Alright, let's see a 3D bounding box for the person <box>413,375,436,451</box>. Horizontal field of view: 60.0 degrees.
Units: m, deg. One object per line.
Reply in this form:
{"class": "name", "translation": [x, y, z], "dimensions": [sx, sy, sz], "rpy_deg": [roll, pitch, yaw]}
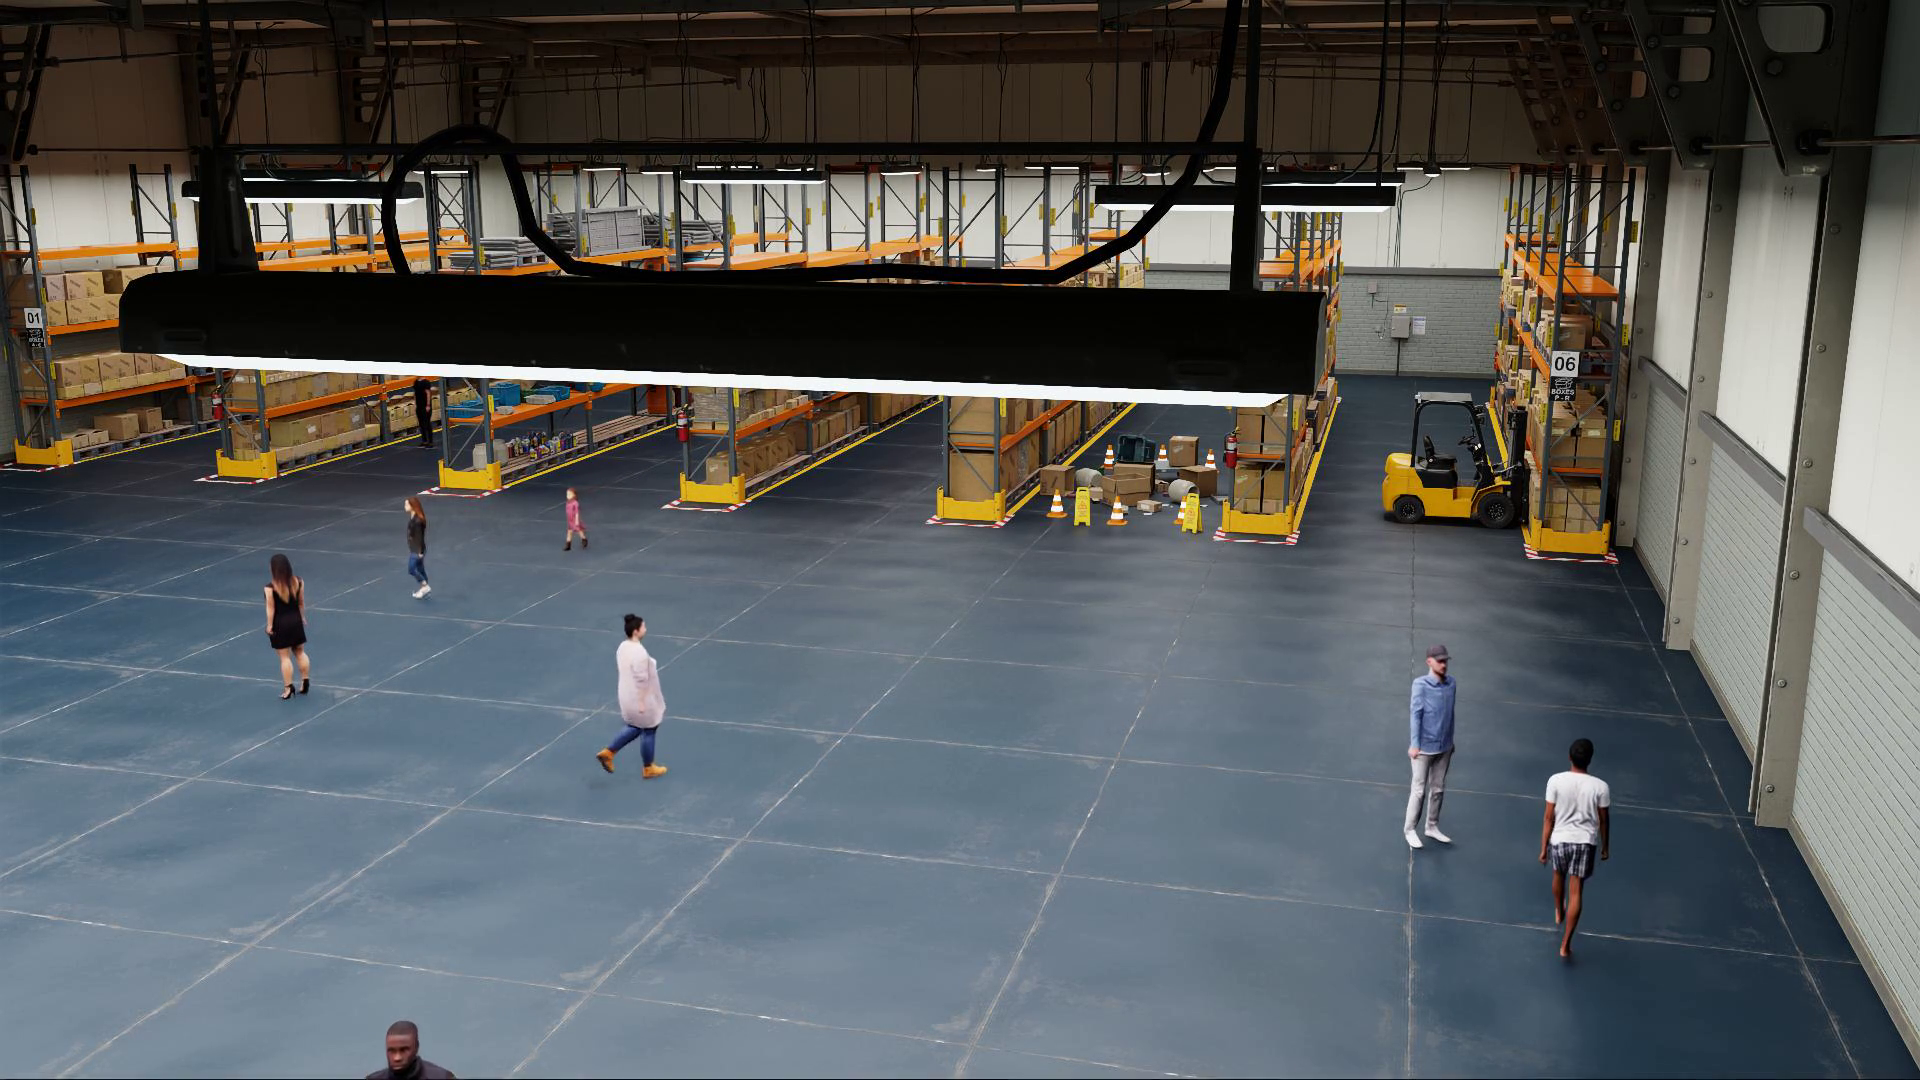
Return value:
{"class": "person", "translation": [-11.550, -2.889, 35.779], "dimensions": [0.767, 1.867, 0.740], "rpy_deg": [10, 17, 38]}

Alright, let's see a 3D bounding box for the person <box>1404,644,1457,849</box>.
{"class": "person", "translation": [4.323, 1.860, 15.223], "dimensions": [0.736, 1.887, 0.764], "rpy_deg": [-5, 14, -22]}

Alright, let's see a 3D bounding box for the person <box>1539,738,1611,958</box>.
{"class": "person", "translation": [4.821, 2.457, 13.103], "dimensions": [0.791, 1.680, 1.186], "rpy_deg": [6, 14, 25]}

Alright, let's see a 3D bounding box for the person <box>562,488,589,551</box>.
{"class": "person", "translation": [-6.149, -0.339, 26.680], "dimensions": [0.545, 1.004, 0.791], "rpy_deg": [7, 15, 29]}

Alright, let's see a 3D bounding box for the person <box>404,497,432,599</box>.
{"class": "person", "translation": [-7.665, 0.109, 23.705], "dimensions": [0.717, 1.472, 0.656], "rpy_deg": [-7, 15, -29]}

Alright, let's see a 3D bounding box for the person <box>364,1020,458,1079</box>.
{"class": "person", "translation": [-2.865, 3.366, 8.900], "dimensions": [0.899, 1.806, 1.055], "rpy_deg": [-1, 13, -6]}

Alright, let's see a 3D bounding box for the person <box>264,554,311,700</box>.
{"class": "person", "translation": [-7.808, 1.000, 19.318], "dimensions": [0.787, 1.717, 0.663], "rpy_deg": [9, 16, 35]}

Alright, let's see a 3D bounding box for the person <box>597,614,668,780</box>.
{"class": "person", "translation": [-3.315, 1.594, 16.728], "dimensions": [1.057, 1.727, 0.992], "rpy_deg": [-8, 15, -30]}
